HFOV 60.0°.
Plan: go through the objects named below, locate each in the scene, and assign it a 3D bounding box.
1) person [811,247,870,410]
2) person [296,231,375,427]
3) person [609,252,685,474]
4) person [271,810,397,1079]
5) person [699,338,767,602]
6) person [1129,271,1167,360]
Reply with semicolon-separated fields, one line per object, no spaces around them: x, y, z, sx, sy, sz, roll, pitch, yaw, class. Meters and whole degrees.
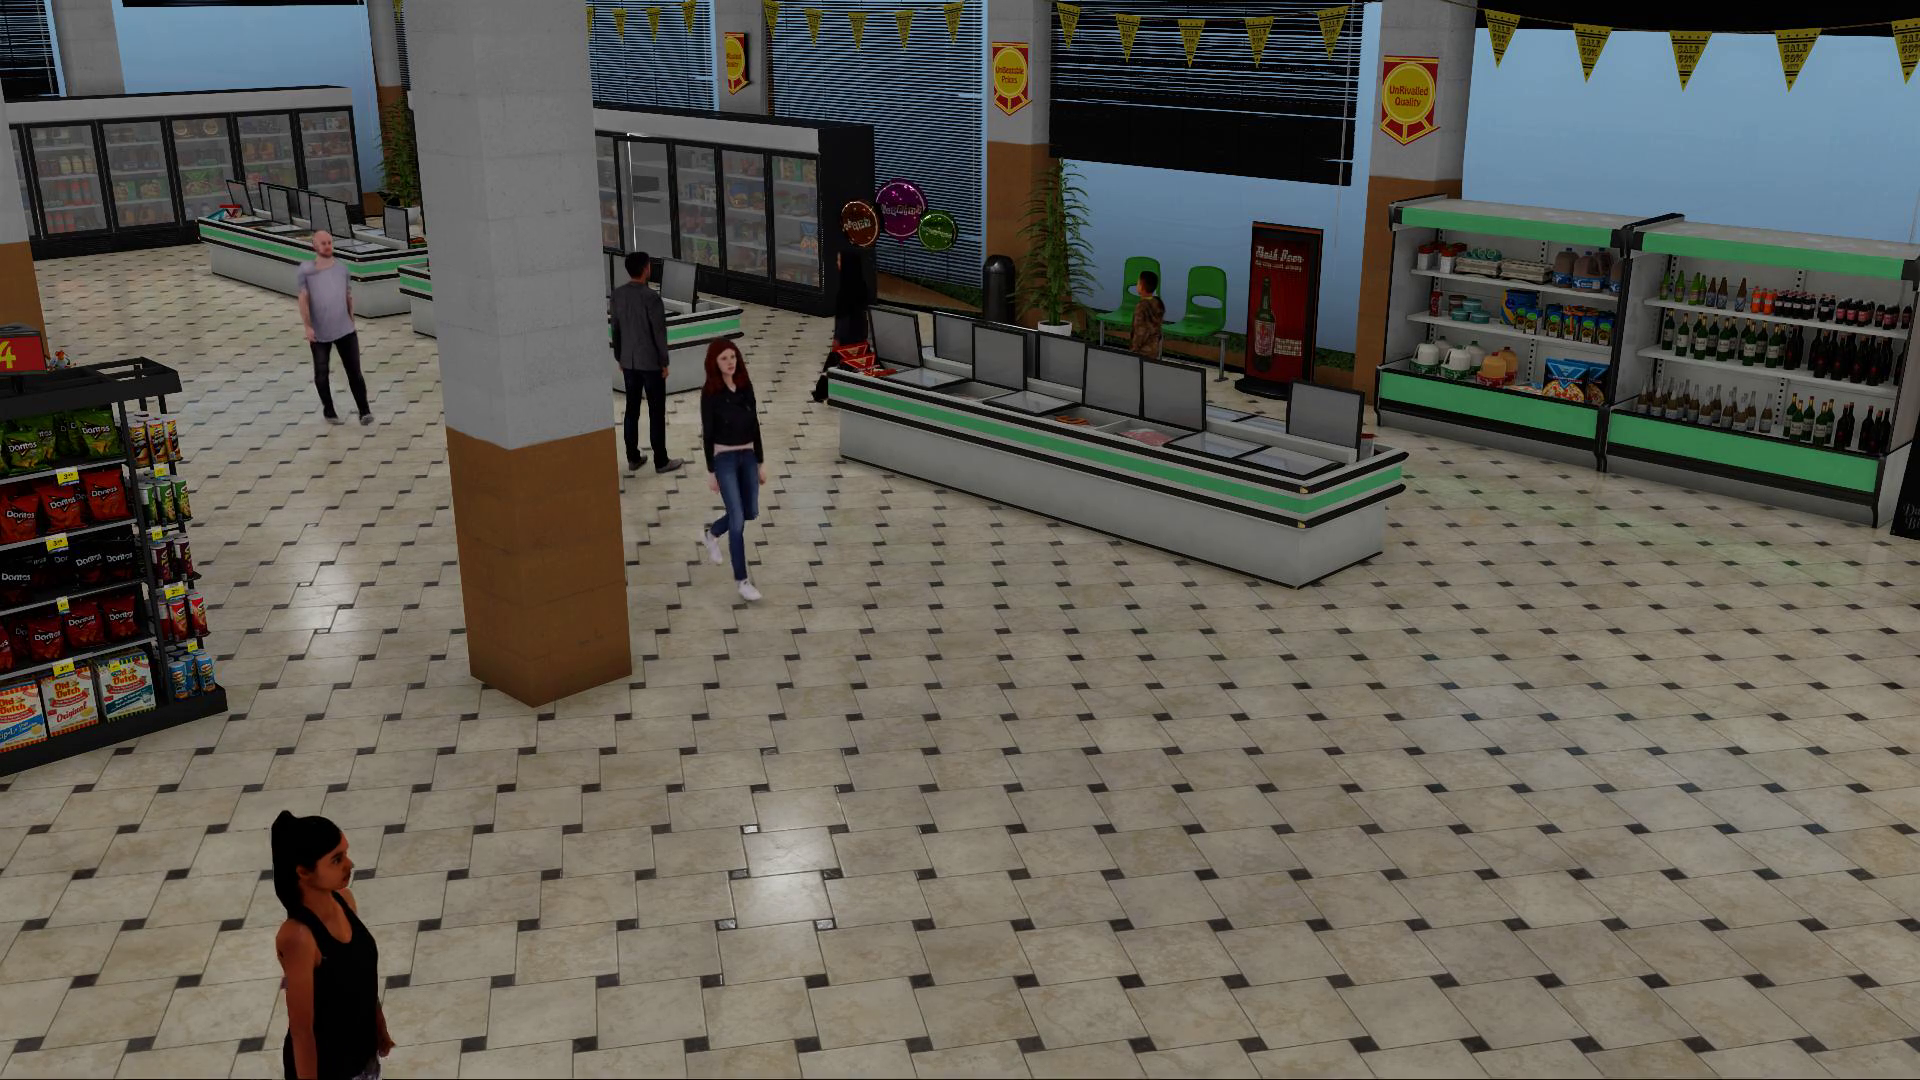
-0.980;-1.994;15.926;1.060;1.616;0.937;4;19;11;person
-5.924;-1.965;15.562;0.824;1.795;1.182;-12;22;-32;person
-2.680;-1.504;14.072;0.668;1.873;0.826;8;20;23;person
-2.020;1.613;5.174;0.762;1.652;0.696;-1;19;-2;person
-1.569;-0.490;11.232;0.617;1.766;1.006;-16;24;-39;person
1.742;-1.791;15.575;0.586;1.455;0.588;15;24;37;person
